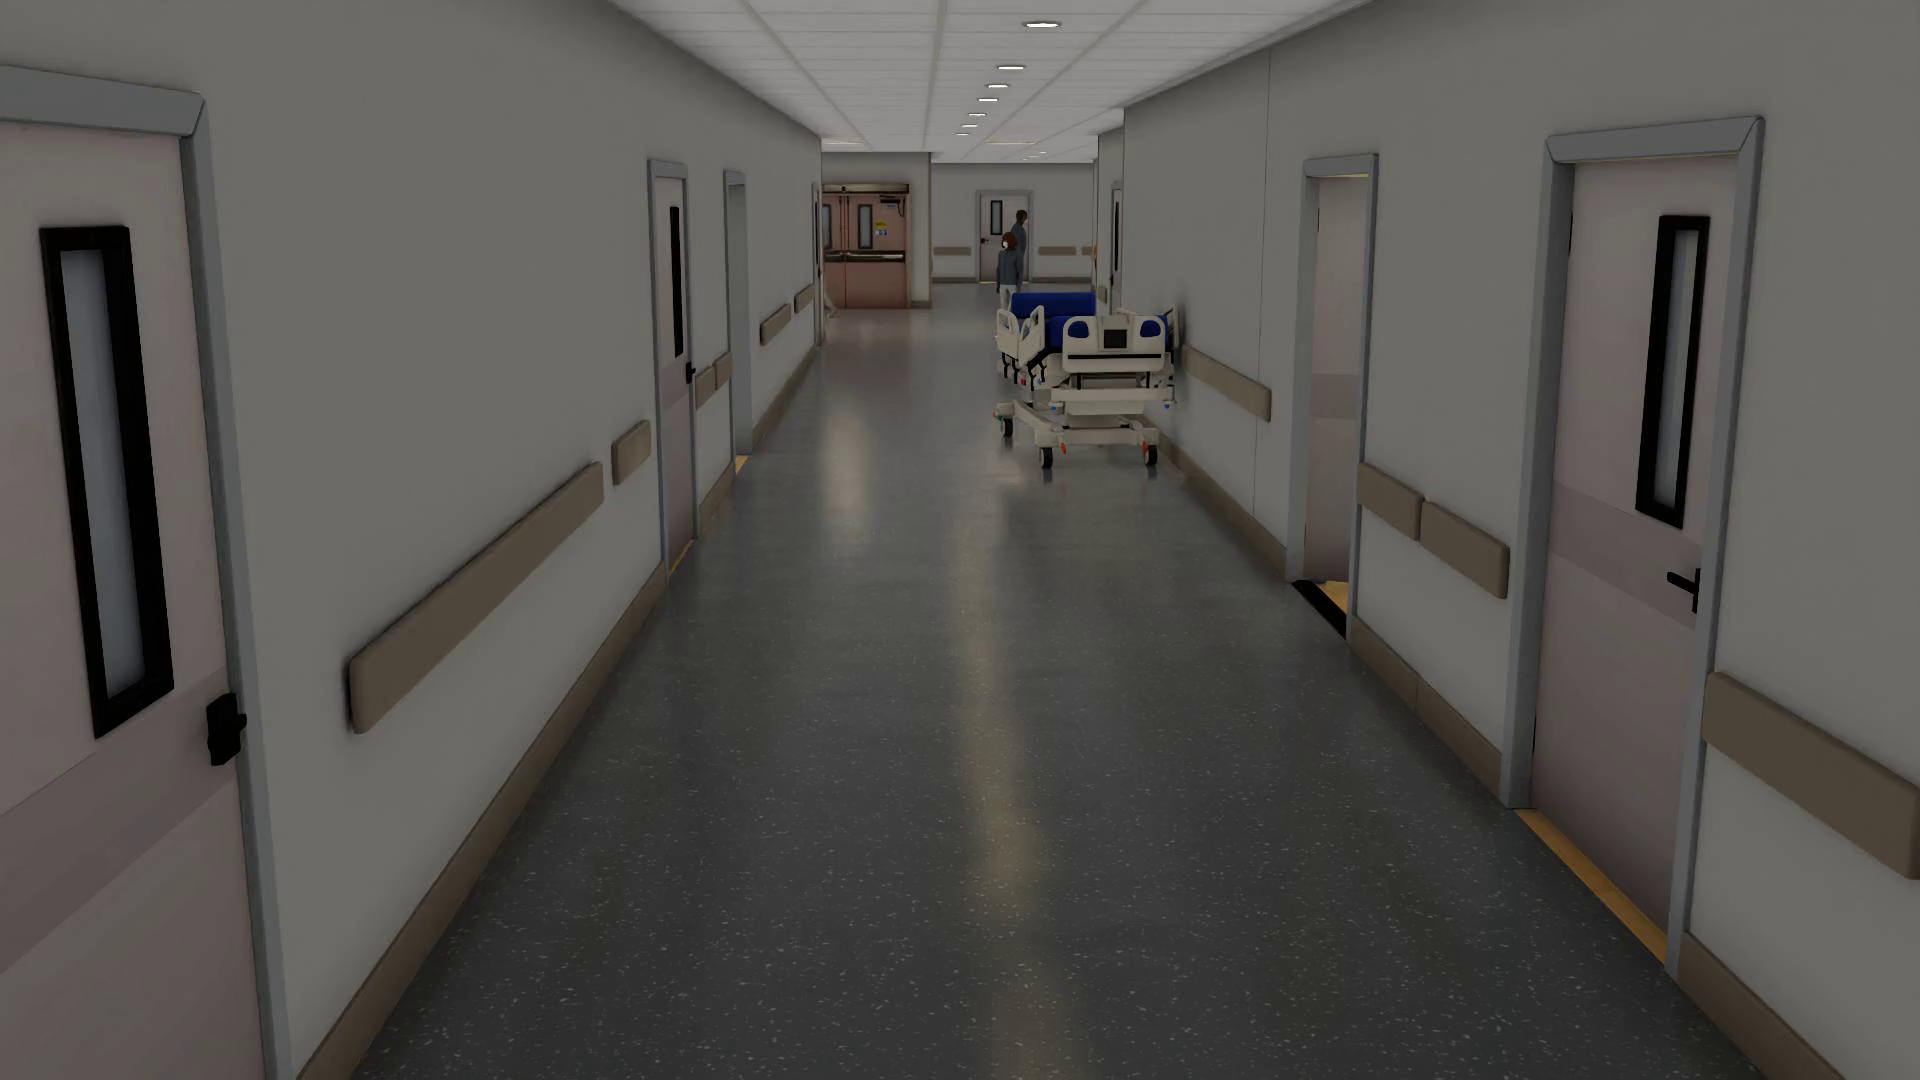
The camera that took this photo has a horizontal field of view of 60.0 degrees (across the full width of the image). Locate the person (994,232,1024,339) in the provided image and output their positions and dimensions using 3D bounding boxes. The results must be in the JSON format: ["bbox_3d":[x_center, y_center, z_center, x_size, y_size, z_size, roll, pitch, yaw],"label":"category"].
[{"bbox_3d":[0.749,-3.881,25.403,0.500,1.633,0.279,10,15,39],"label":"person"}]

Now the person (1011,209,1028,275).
[{"bbox_3d":[1.164,-5.522,32.696,0.387,1.927,0.636,1,12,4],"label":"person"}]
